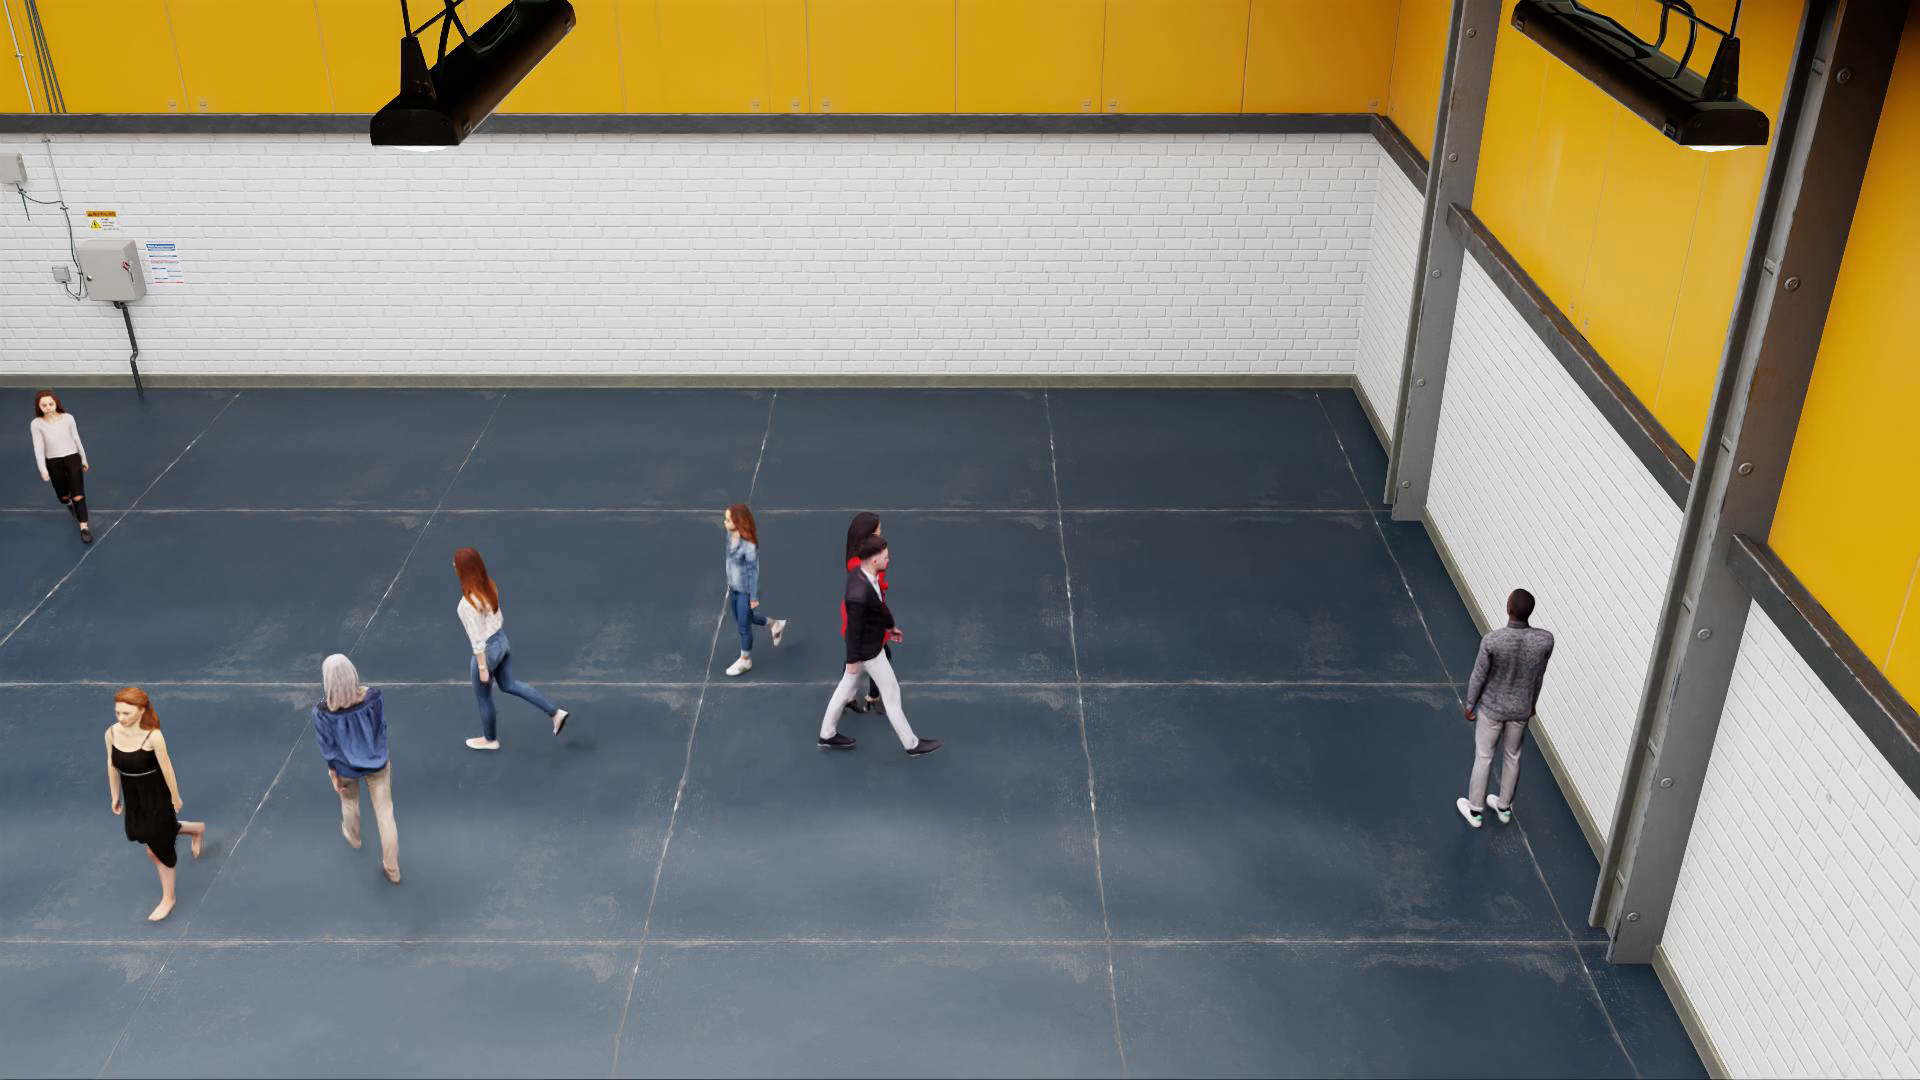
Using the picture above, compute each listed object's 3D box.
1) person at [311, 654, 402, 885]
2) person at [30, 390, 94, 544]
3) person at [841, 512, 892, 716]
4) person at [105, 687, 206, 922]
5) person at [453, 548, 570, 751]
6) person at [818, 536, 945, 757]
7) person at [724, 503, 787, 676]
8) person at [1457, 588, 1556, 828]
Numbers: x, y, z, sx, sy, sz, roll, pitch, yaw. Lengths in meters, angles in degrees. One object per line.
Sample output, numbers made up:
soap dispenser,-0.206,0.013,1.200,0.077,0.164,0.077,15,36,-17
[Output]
person,-3.893,1.538,10.900,0.906,1.672,1.070,-15,32,-25
person,-8.239,-0.723,15.257,0.850,1.469,0.992,-19,34,-31
person,-0.825,0.592,12.575,0.705,1.729,0.574,-1,29,-3
person,-5.227,1.620,10.825,0.725,1.601,1.054,6,29,11
person,-3.349,0.828,12.166,0.741,1.706,0.993,4,29,7
person,-0.784,0.809,12.125,0.737,1.779,1.108,-1,29,-1
person,-1.659,0.362,13.274,0.898,1.462,0.875,-20,35,-32
person,3.755,1.155,11.432,0.672,1.834,0.549,-2,29,-3
